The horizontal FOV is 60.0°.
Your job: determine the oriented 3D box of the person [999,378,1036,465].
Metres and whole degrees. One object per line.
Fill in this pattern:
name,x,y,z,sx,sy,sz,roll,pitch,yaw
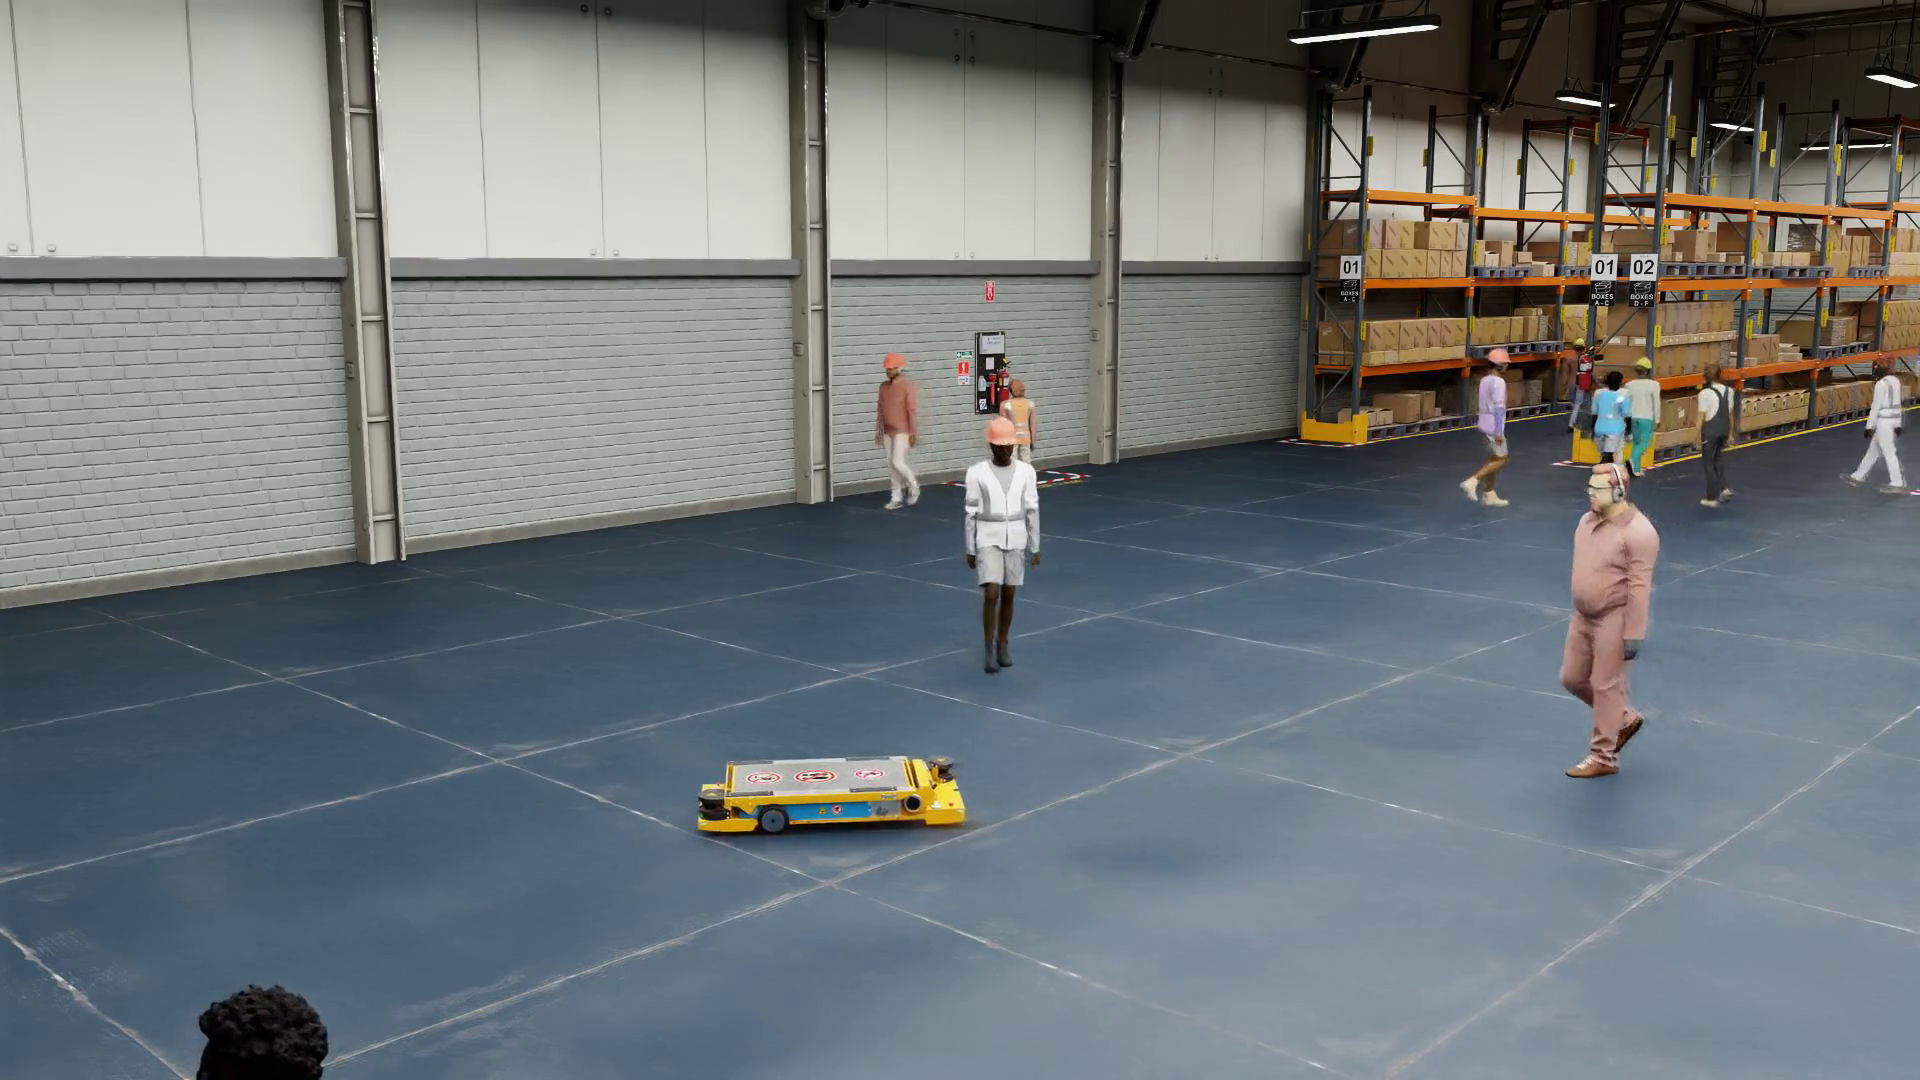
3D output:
person,0.718,-1.220,21.017,0.522,1.636,0.310,-4,10,-23

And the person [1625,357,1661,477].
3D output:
person,9.748,-1.748,23.873,0.622,1.749,0.535,-8,12,-39

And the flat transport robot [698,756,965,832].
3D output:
flat transport robot,-0.719,1.396,9.220,1.431,0.197,0.652,-1,9,-6

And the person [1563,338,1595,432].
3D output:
person,11.423,-2.865,30.776,0.524,1.726,0.885,8,13,42

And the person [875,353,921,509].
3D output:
person,-0.808,-1.359,20.845,0.437,1.980,0.619,-9,13,-44

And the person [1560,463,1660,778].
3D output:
person,3.882,0.478,9.906,0.514,1.892,0.646,-3,10,-16

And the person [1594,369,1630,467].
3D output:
person,8.934,-1.523,22.857,0.523,1.638,0.310,0,9,-2

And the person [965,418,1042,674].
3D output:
person,0.347,0.048,12.465,0.546,1.914,0.722,-2,10,-14

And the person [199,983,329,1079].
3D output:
person,-1.294,1.669,3.224,0.322,1.697,0.530,-8,12,-40

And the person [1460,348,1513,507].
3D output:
person,6.663,-1.410,20.963,0.570,2.029,0.616,0,9,-1

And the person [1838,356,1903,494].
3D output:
person,12.396,-1.569,22.519,0.590,1.837,0.949,-8,12,-41

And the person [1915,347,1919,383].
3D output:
person,19.215,-3.298,32.842,0.553,1.918,0.804,7,12,37

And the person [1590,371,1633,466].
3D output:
person,8.730,-1.440,22.335,0.871,1.647,0.543,-6,11,-34

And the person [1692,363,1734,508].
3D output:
person,9.509,-1.318,21.029,0.538,1.825,0.393,-3,10,-19
